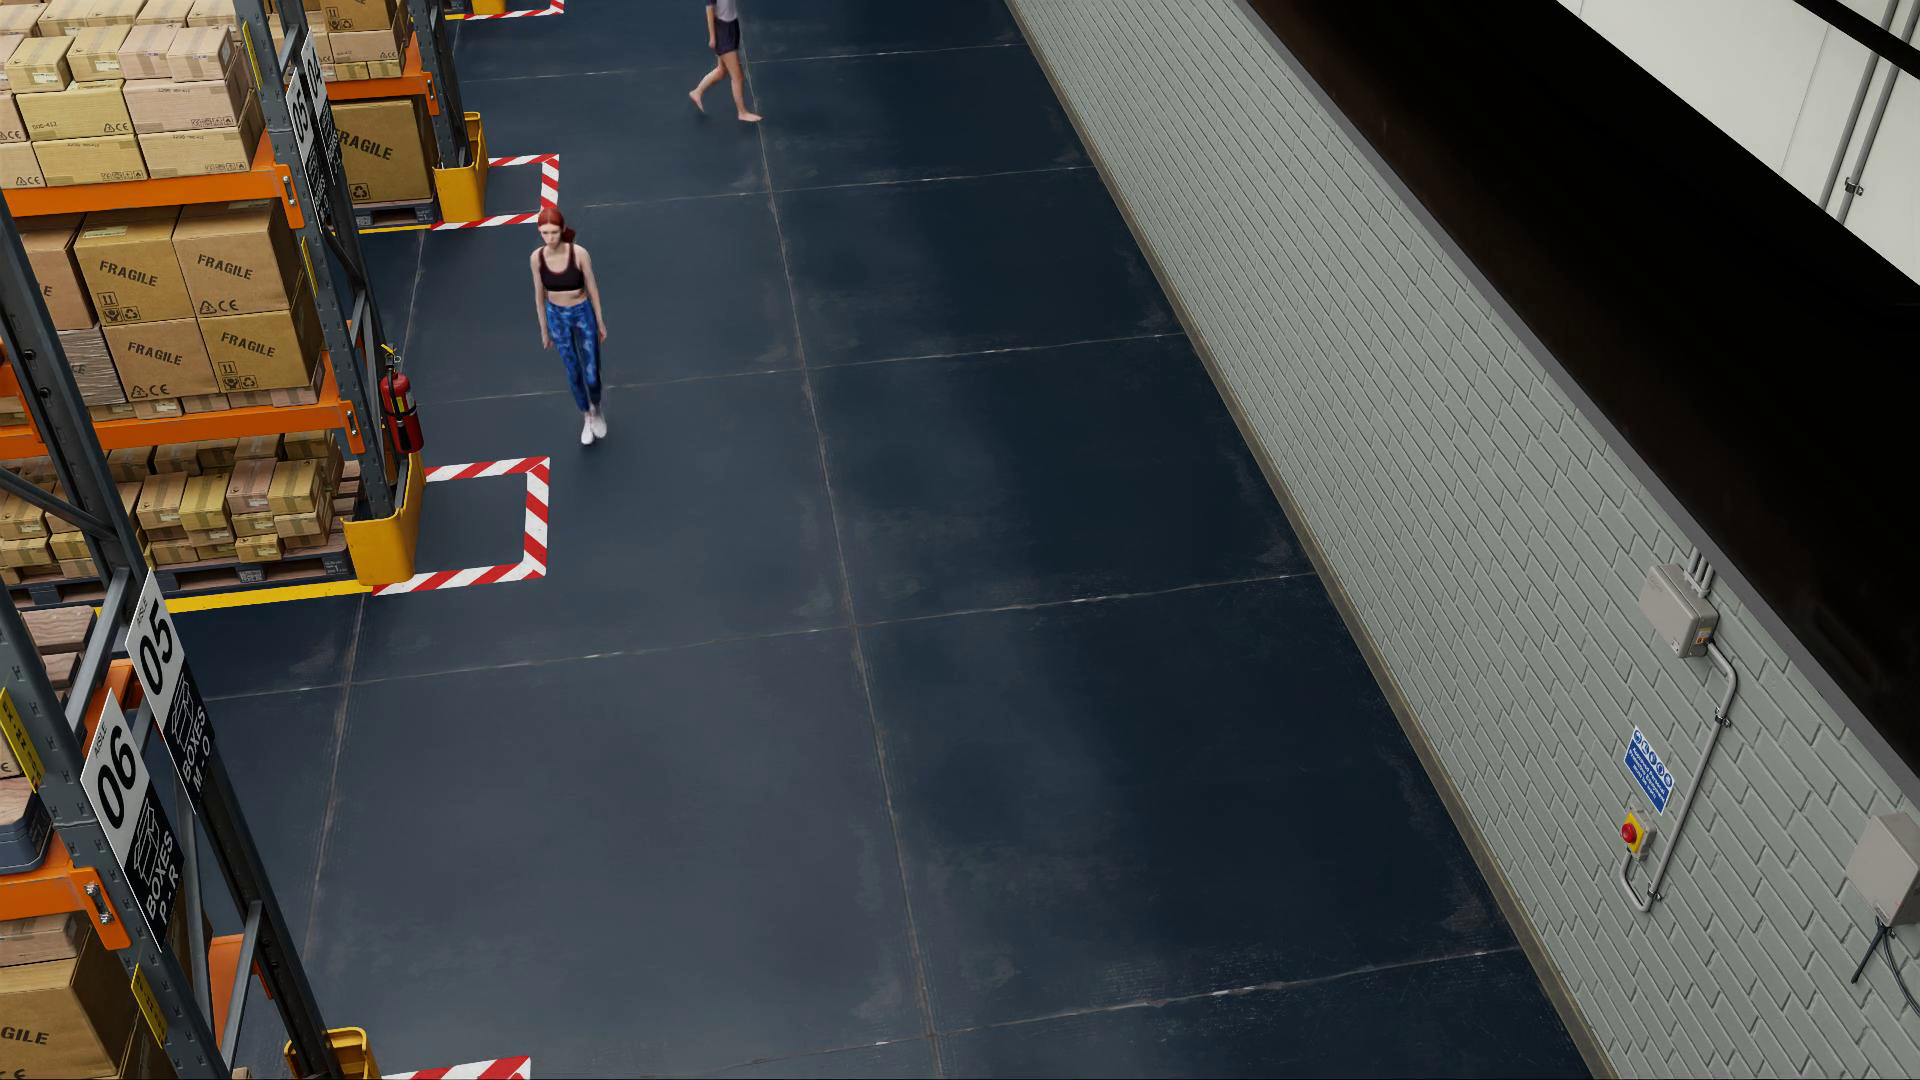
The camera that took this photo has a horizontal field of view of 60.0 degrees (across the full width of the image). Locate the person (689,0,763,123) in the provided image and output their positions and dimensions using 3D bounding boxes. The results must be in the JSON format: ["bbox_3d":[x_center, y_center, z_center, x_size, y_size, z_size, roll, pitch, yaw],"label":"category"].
[{"bbox_3d":[-2.293,-4.715,15.586,1.066,1.622,0.839,7,39,9],"label":"person"}]

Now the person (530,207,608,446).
[{"bbox_3d":[-2.622,-1.479,11.325,0.618,1.775,0.695,-1,38,-1],"label":"person"}]
